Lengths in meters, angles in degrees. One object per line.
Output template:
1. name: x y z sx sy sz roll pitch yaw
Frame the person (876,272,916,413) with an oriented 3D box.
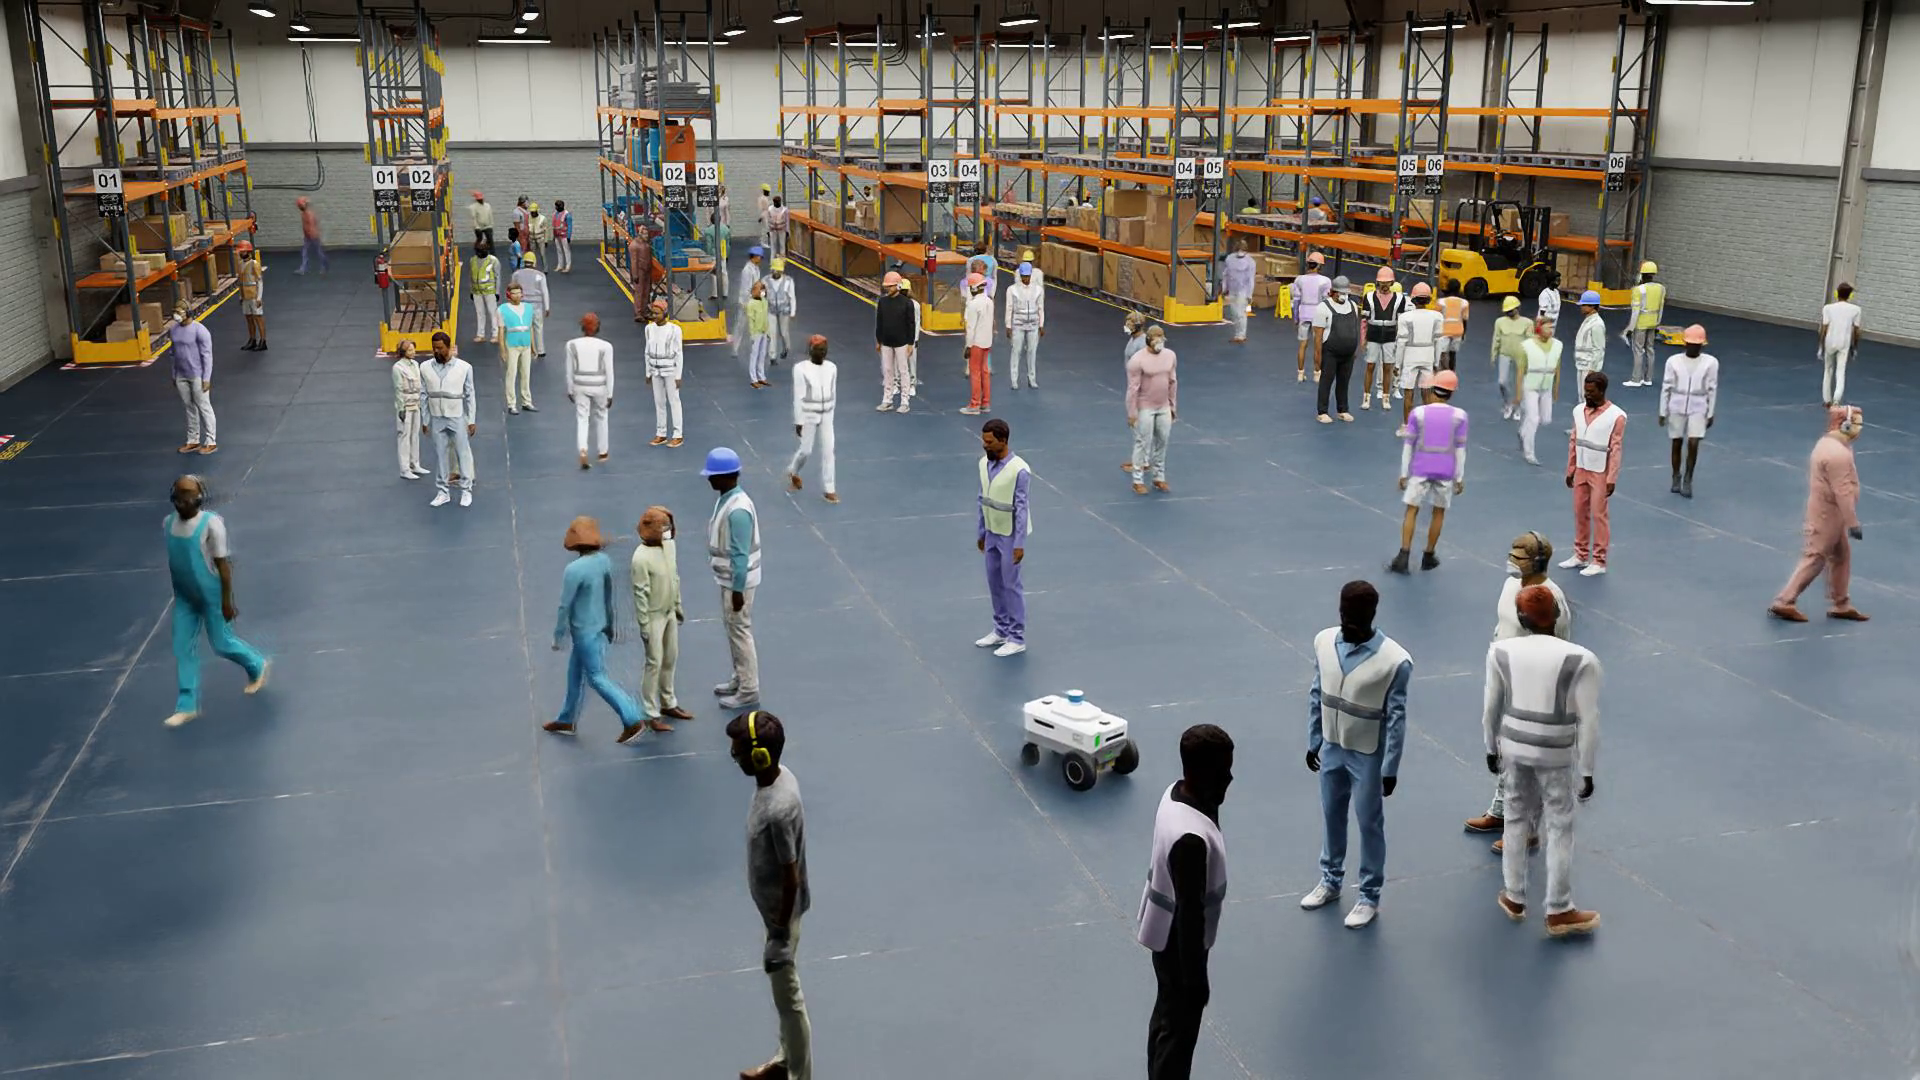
1. person: -0.932 -2.800 23.560 0.622 1.992 0.395 8 17 28

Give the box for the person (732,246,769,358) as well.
1. person: -3.619 -4.092 28.633 0.683 1.896 0.658 3 15 13

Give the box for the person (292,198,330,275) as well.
1. person: -16.419 -7.643 41.919 0.976 1.924 0.699 -14 20 -42

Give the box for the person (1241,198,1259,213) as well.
1. person: 8.044 -8.679 46.290 0.557 1.679 0.343 10 18 33

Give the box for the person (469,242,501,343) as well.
1. person: -8.663 -4.510 30.304 0.621 1.838 0.429 4 15 14

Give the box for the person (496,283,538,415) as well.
1. person: -6.260 -2.712 23.516 0.374 1.843 0.575 13 20 40

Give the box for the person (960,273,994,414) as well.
1. person: 0.252 -2.770 23.491 0.409 1.980 0.621 8 17 27

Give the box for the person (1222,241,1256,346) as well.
1. person: 5.052 -4.455 29.997 0.506 1.896 0.671 -13 20 -41

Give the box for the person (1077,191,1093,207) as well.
1. person: 3.400 -8.487 45.076 0.544 1.935 0.361 12 19 37

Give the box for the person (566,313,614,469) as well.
1. person: -4.462 -1.797 20.066 0.577 1.858 0.899 -1 15 -3

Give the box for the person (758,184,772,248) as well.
1. person: -5.734 -9.621 49.421 0.567 1.901 0.612 3 15 10

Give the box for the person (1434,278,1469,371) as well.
1. person: 7.563 -3.184 25.626 0.551 1.674 0.695 0 15 -1

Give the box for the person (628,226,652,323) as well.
1. person: -6.320 -5.291 33.138 0.401 1.893 0.654 5 16 18

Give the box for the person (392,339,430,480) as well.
1. person: -6.455 -1.542 19.506 0.313 1.639 0.517 2 15 9

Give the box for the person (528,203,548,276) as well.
1. person: -10.598 -7.517 41.647 0.589 1.823 0.405 1 15 4

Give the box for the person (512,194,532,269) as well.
1. person: -10.865 -7.652 41.730 0.537 2.000 0.680 4 15 15

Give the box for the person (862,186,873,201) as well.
1. person: -2.708 -9.539 49.193 0.509 1.859 0.332 10 18 33

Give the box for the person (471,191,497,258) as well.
1. person: -12.816 -8.401 44.754 0.632 1.927 1.025 -12 19 -38

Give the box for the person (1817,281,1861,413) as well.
1. person: 12.494 -2.739 23.647 0.522 1.841 0.851 6 16 22

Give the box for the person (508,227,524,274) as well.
1. person: -9.440 -5.796 35.403 0.322 1.697 0.533 -6 16 -23

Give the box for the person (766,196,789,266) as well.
1. person: -4.857 -8.233 44.310 0.619 1.839 0.430 1 15 5

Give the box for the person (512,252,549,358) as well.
1. person: -7.329 -4.002 28.431 0.600 1.824 0.404 -1 15 -5

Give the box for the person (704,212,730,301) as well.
1. person: -5.353 -6.252 36.659 0.630 1.940 0.372 -14 20 -41

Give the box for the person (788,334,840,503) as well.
1. person: -1.634 -1.368 18.452 0.581 1.856 0.804 -10 18 -33

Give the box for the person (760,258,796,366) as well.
1. person: -3.069 -3.862 27.962 0.628 1.794 0.814 -1 15 -4

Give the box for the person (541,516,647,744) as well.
1. person: -2.549 0.619 11.460 0.819 1.590 0.509 3 15 12

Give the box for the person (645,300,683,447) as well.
1. person: -3.775 -2.127 21.250 0.576 1.879 0.353 8 17 27

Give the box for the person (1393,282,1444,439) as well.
1. person: 5.960 -2.330 21.698 0.605 2.045 0.378 -1 15 -5

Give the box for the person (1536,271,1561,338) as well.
1. person: 9.421 -3.469 26.664 0.317 1.692 0.535 13 20 41

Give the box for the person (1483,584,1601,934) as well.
1. person: 3.126 1.170 8.908 0.715 1.846 0.434 10 18 34

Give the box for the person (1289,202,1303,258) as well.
1. person: 8.756 -7.861 43.065 0.348 1.760 0.528 -10 18 -32

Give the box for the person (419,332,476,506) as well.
1. person: -5.577 -1.322 18.147 0.596 1.916 0.372 1 15 3

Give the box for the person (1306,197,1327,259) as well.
1. person: 9.041 -7.793 42.509 0.641 1.909 0.484 7 16 25

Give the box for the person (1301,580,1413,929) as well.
1. person: 2.129 1.127 8.954 0.396 1.911 0.586 -13 20 -41

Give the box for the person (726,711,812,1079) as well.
1. person: -0.810 1.617 7.196 0.337 1.864 0.513 -3 15 -10

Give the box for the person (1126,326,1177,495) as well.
1. person: 2.133 -1.461 18.666 0.650 1.918 0.430 -8 17 -28

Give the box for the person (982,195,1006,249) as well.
1. person: 0.940 -9.454 49.414 0.850 1.609 0.563 5 16 17

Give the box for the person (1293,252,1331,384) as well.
1. person: 5.511 -3.468 26.004 0.605 2.033 0.391 8 17 29

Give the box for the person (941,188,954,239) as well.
1. person: -0.362 -10.348 52.679 0.504 1.628 0.276 7 17 26
